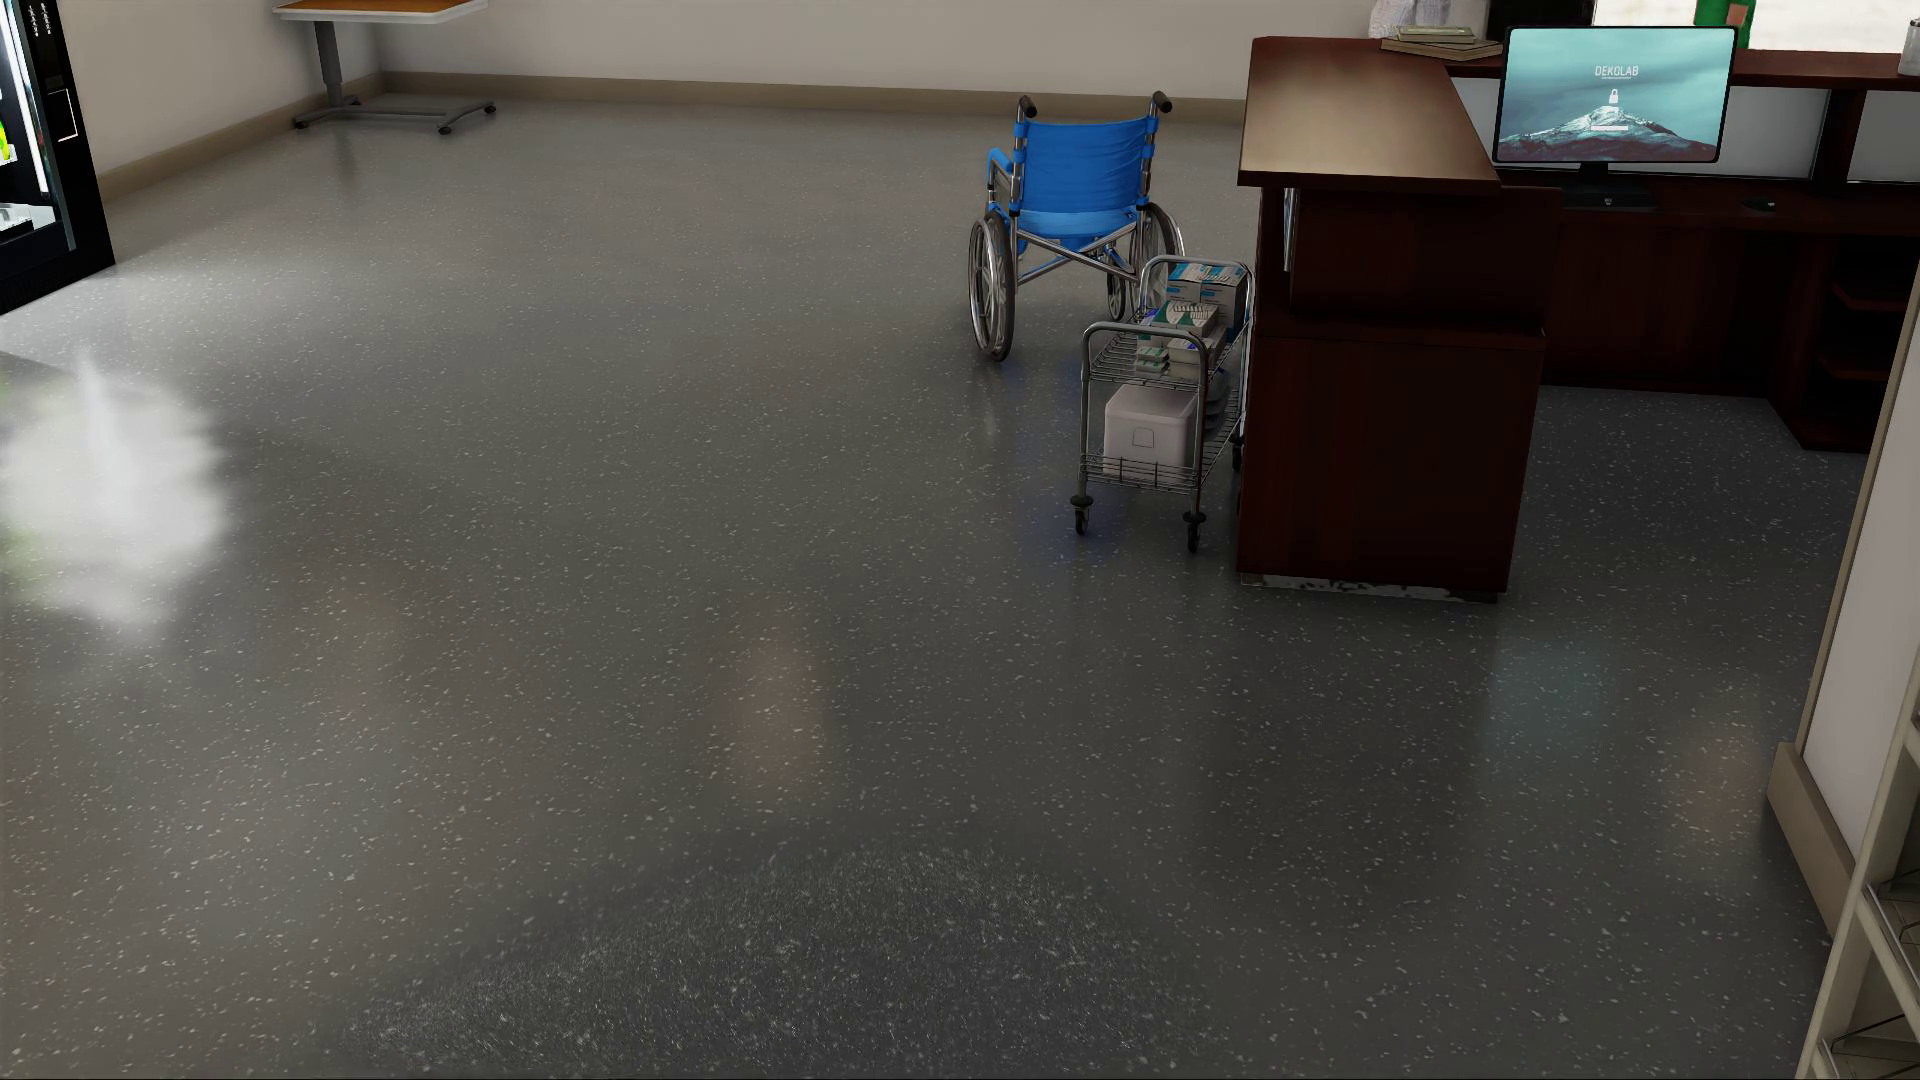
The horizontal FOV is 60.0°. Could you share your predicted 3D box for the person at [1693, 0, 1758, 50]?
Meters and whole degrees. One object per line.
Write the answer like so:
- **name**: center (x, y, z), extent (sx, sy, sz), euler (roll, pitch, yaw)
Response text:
- **person**: center (4.022, -2.426, 8.722), extent (0.840, 1.637, 0.805), euler (-7, 27, -14)
